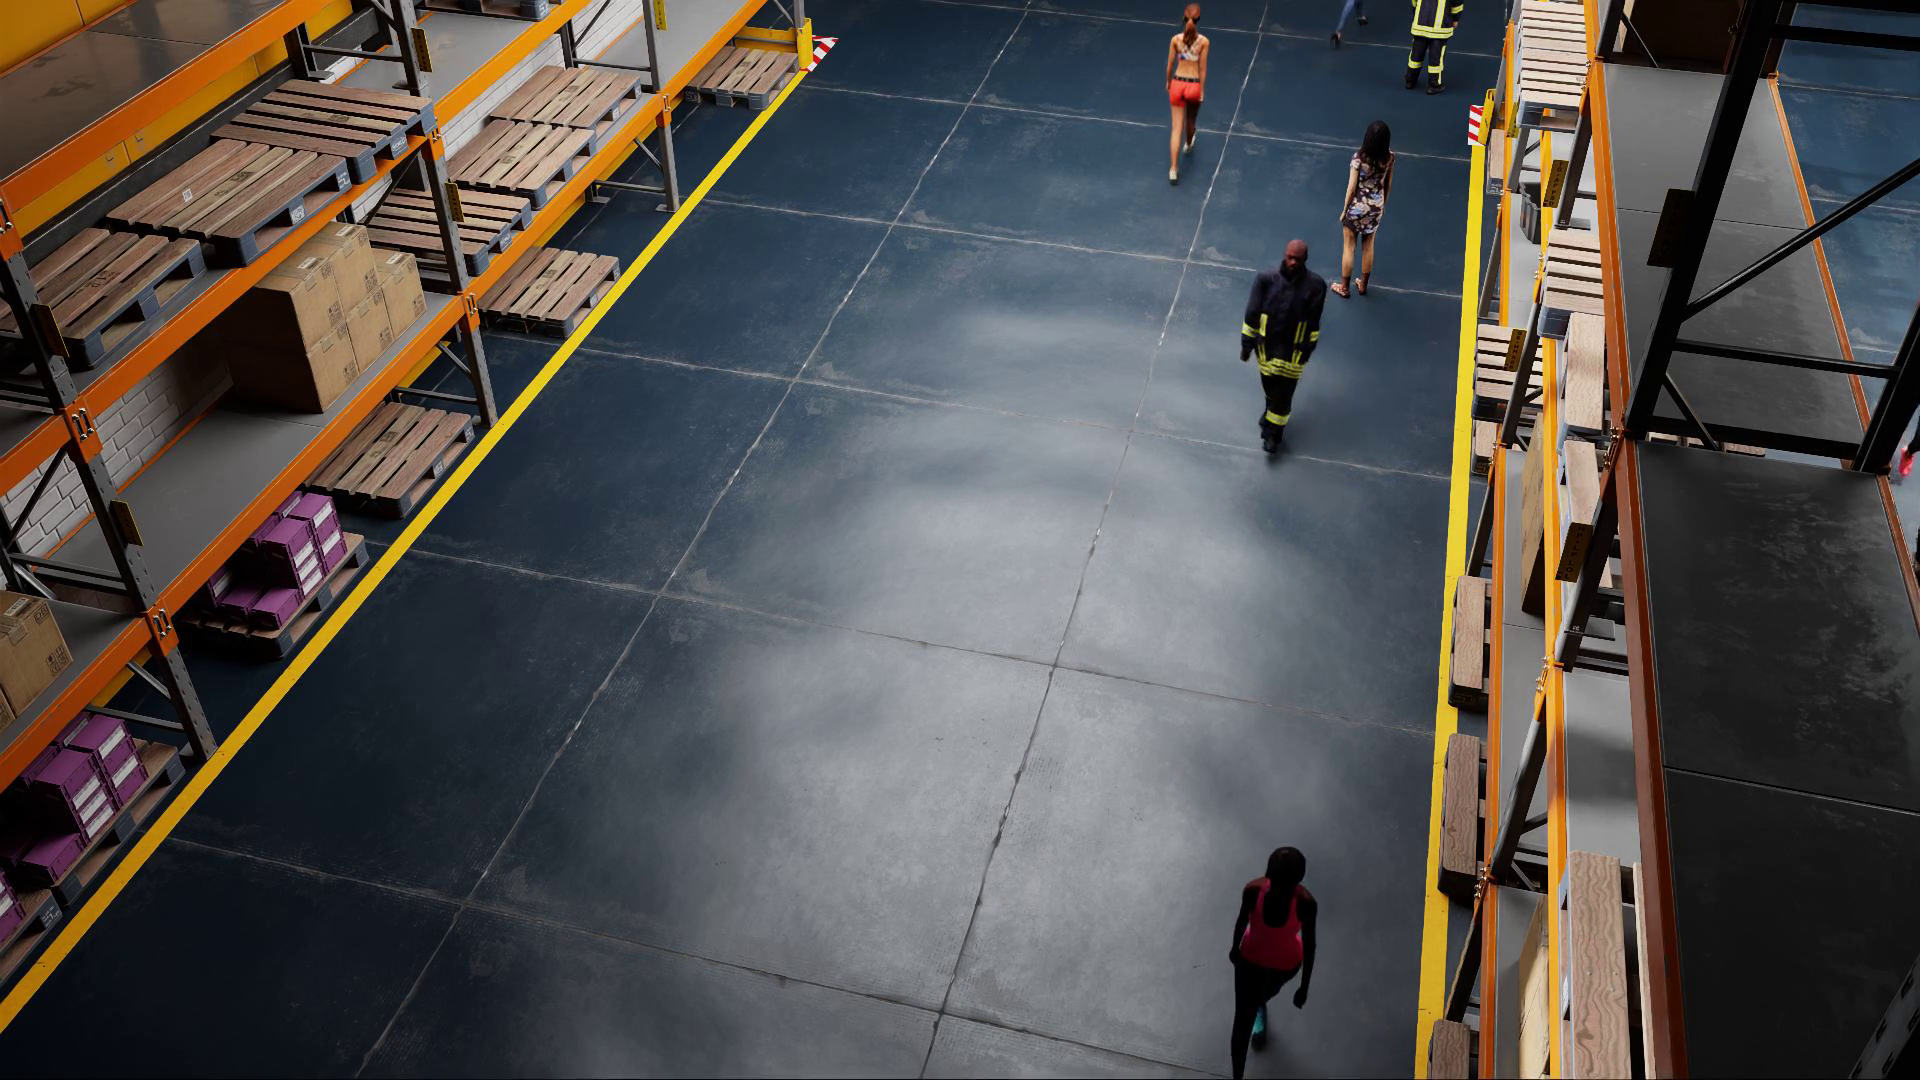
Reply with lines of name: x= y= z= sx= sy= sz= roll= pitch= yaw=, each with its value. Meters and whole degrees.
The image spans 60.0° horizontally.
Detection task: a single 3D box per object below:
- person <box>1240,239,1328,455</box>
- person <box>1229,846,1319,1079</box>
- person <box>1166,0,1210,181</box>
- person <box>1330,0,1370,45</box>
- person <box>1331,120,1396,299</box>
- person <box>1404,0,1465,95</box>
person: x=2.630 y=-1.680 z=13.532 sx=0.850 sy=1.787 sz=1.118 roll=16 pitch=41 yaw=19
person: x=1.657 y=2.164 z=8.812 sx=0.570 sy=1.671 sz=1.075 roll=10 pitch=40 yaw=12
person: x=2.319 y=-4.585 z=17.209 sx=0.600 sy=1.739 sz=1.155 roll=8 pitch=39 yaw=10
person: x=4.758 y=-6.794 z=19.978 sx=0.921 sy=1.734 sz=1.240 roll=26 pitch=45 yaw=29
person: x=3.712 y=-3.037 z=15.274 sx=0.680 sy=1.733 sz=0.685 roll=-10 pitch=40 yaw=-12
person: x=5.403 y=-6.019 z=18.907 sx=0.868 sy=1.861 sz=0.856 roll=27 pitch=46 yaw=30
